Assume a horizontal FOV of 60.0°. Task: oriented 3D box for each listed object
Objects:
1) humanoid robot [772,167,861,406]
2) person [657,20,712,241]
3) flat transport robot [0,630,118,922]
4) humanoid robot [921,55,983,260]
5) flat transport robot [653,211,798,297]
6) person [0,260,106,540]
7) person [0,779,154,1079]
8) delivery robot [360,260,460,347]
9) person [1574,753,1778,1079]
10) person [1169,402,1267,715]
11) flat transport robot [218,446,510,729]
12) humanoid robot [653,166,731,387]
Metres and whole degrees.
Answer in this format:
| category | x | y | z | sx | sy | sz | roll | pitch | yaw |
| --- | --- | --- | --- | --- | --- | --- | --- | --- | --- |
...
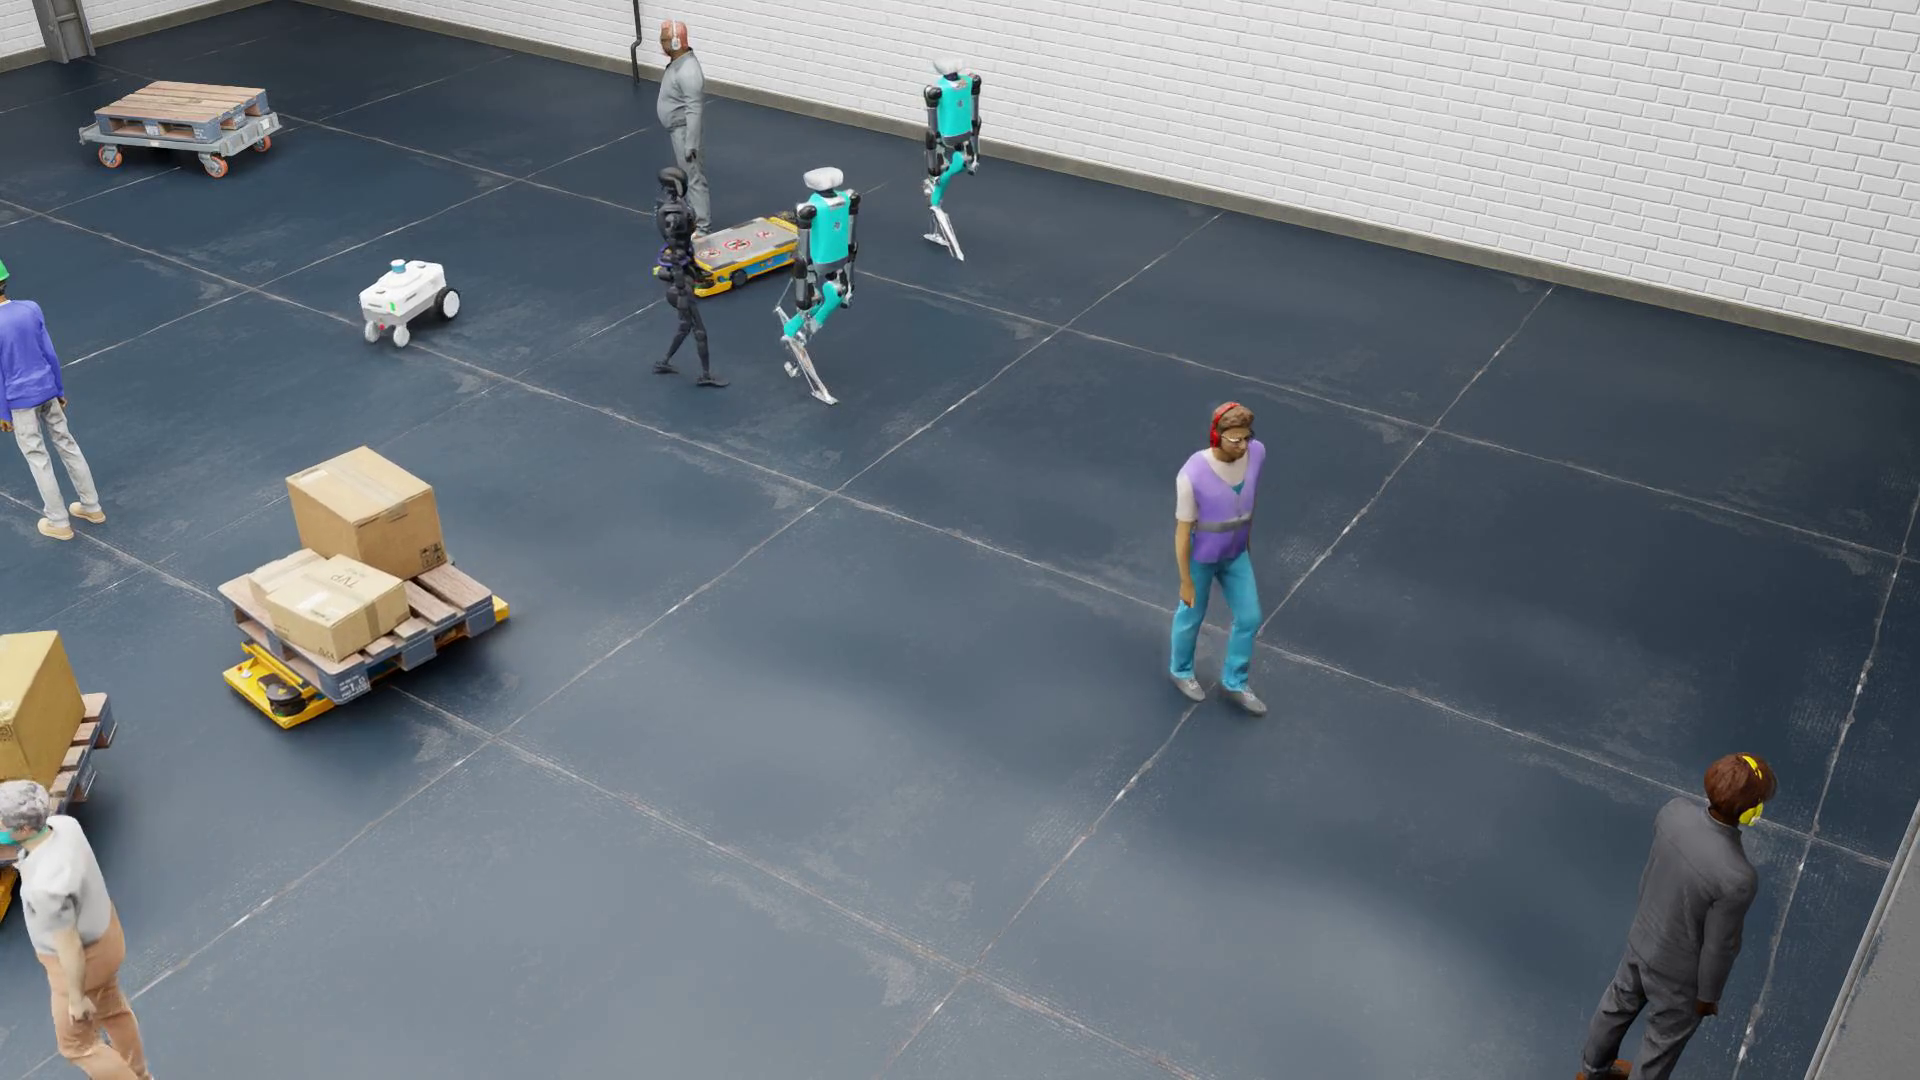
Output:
| category | x | y | z | sx | sy | sz | roll | pitch | yaw |
| --- | --- | --- | --- | --- | --- | --- | --- | --- | --- |
| humanoid robot | -1.116 | -1.796 | 11.766 | 0.834 | 1.853 | 0.550 | 28 | 42 | 36 |
| person | -2.343 | -3.440 | 14.096 | 0.410 | 1.906 | 0.653 | -9 | 34 | -13 |
| flat transport robot | -4.844 | 1.369 | 8.126 | 0.659 | 0.231 | 1.431 | -5 | 33 | -7 |
| humanoid robot | -0.193 | -3.231 | 13.965 | 0.549 | 1.787 | 0.864 | -22 | 39 | -30 |
| flat transport robot | -1.812 | -2.415 | 14.014 | 0.659 | 0.231 | 1.431 | 28 | 42 | 36 |
| person | -5.682 | -0.874 | 10.150 | 0.375 | 1.867 | 0.452 | 14 | 35 | 21 |
| person | -3.415 | 1.597 | 6.407 | 0.370 | 1.743 | 0.502 | -9 | 34 | -14 |
| delivery robot | -4.305 | -1.885 | 12.932 | 0.499 | 0.603 | 0.803 | 11 | 34 | 17 |
| person | 2.729 | 1.568 | 6.345 | 0.353 | 1.866 | 0.490 | -8 | 34 | -13 |
| person | 1.387 | 0.135 | 8.608 | 0.585 | 1.819 | 0.716 | -19 | 38 | -27 |
| flat transport robot | -3.345 | 0.544 | 9.409 | 0.659 | 0.231 | 1.431 | 26 | 41 | 34 |
| humanoid robot | -1.983 | -1.899 | 11.937 | 0.613 | 1.651 | 0.609 | 0 | 33 | 0 |
